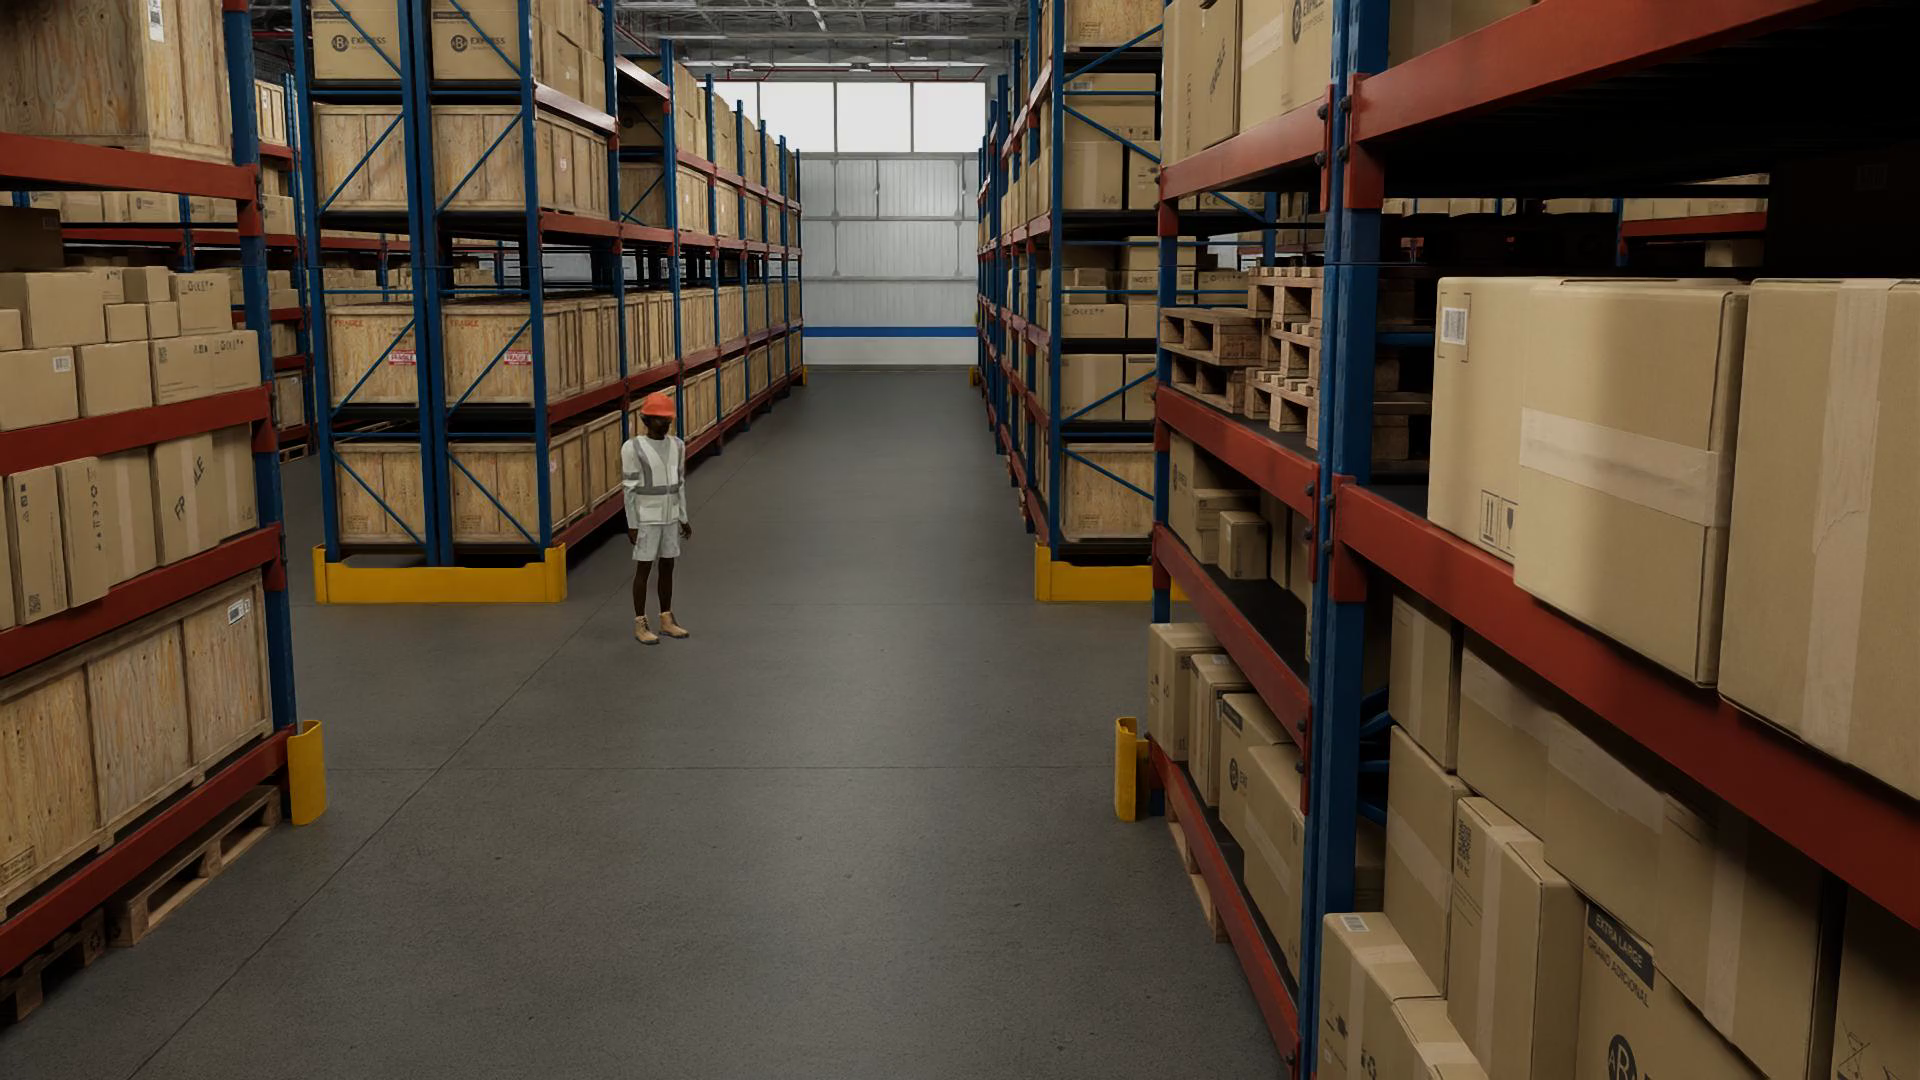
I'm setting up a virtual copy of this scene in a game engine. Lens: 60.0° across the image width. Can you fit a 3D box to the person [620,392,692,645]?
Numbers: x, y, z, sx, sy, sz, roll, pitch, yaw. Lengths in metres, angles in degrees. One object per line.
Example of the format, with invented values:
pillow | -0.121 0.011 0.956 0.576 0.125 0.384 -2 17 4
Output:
person | -2.449 -0.182 13.523 0.373 2.047 0.605 8 13 42
